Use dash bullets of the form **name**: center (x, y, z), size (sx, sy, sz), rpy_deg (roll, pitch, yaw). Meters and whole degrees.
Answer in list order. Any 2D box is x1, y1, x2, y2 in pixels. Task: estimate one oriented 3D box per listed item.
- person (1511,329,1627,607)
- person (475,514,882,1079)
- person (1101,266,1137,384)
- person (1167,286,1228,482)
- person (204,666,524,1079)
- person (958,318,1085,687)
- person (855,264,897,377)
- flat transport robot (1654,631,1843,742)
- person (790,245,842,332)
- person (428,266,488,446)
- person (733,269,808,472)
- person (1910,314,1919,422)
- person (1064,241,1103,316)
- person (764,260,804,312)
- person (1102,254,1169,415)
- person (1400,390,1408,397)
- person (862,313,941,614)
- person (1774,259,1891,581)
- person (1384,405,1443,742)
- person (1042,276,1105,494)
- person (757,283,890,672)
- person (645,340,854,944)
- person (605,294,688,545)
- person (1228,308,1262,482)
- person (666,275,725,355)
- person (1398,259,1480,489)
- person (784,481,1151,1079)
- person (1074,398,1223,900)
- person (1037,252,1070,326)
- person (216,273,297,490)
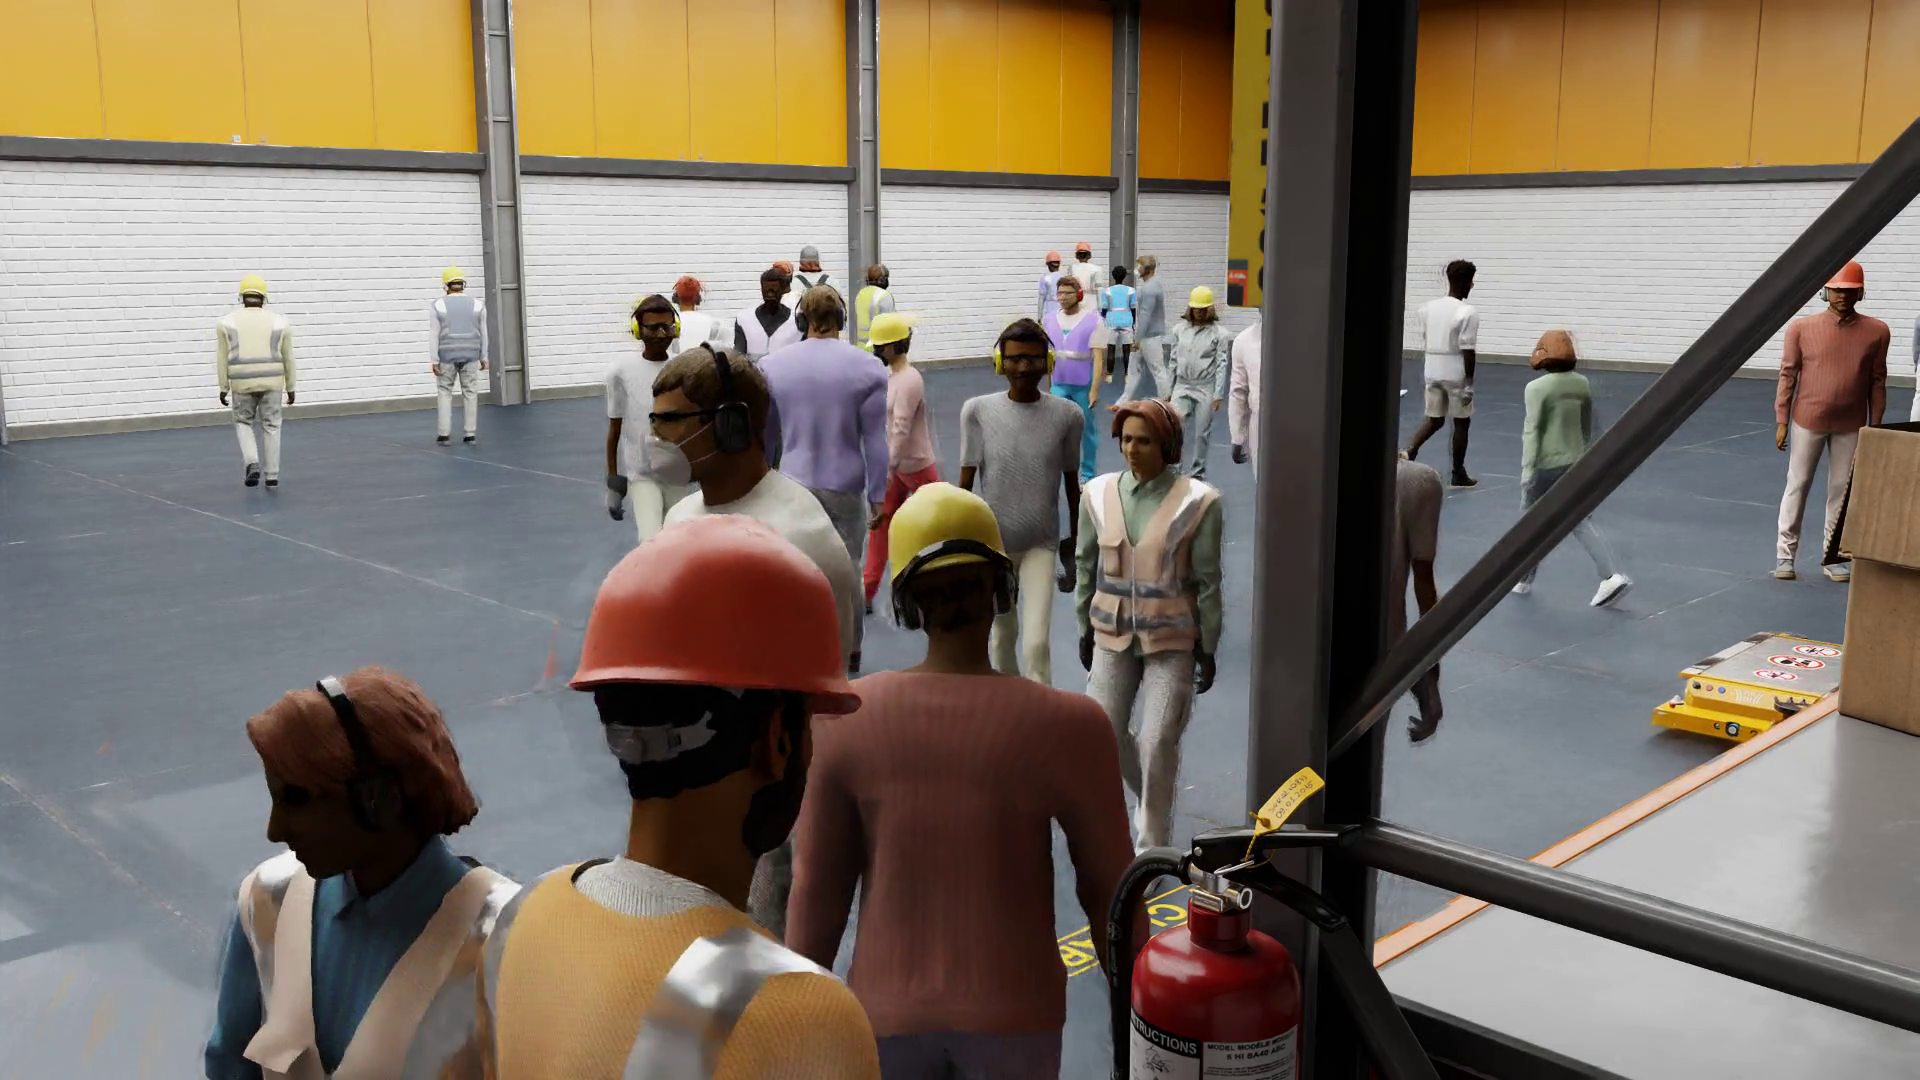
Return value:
- **person**: center (3.519, -0.422, 9.682), size (0.541, 1.590, 0.804), rpy_deg (-4, 11, -23)
- **person**: center (-0.299, 0.935, 1.489), size (0.937, 1.880, 0.646), rpy_deg (-7, 12, -33)
- **person**: center (2.287, -3.097, 23.974), size (0.535, 1.697, 0.318), rpy_deg (0, 10, -2)
- **person**: center (1.904, -1.189, 13.495), size (0.503, 1.708, 0.652), rpy_deg (4, 11, 21)
- **person**: center (-0.715, 0.961, 2.068), size (0.542, 1.616, 0.459), rpy_deg (5, 12, 25)
- **person**: center (0.233, 0.022, 6.672), size (0.518, 1.831, 0.959), rpy_deg (1, 10, 6)
- **person**: center (-0.920, -2.044, 17.872), size (0.508, 1.826, 0.643), rpy_deg (-7, 12, -32)
- **flat transport robot**: center (3.704, 0.652, 7.416), size (0.652, 0.197, 1.431), rpy_deg (10, 14, 43)
- **person**: center (-1.694, -2.365, 19.042), size (0.696, 2.000, 0.545), rpy_deg (-3, 11, -14)
- **person**: center (-5.100, -1.864, 16.915), size (0.610, 1.827, 0.426), rpy_deg (-6, 12, -29)
- **person**: center (-1.449, -1.120, 12.730), size (0.597, 1.869, 0.992), rpy_deg (1, 10, 7)
- **person**: center (9.863, -1.751, 16.803), size (0.285, 1.633, 0.498), rpy_deg (-5, 12, -26)
- **person**: center (1.927, -3.614, 25.877), size (0.604, 2.038, 0.391), rpy_deg (3, 11, 15)
- **person**: center (-1.736, -1.813, 16.464), size (0.574, 1.883, 0.356), rpy_deg (7, 12, 33)
- **person**: center (2.051, -2.338, 19.254), size (0.915, 1.904, 0.652), rpy_deg (1, 10, 6)
- **person**: center (5.262, -2.701, 21.296), size (0.967, 1.877, 0.608), rpy_deg (1, 10, 4)
- **person**: center (-0.256, -0.418, 9.342), size (0.947, 1.710, 0.536), rpy_deg (-3, 11, -18)
- **person**: center (5.365, -0.731, 10.255), size (0.621, 1.992, 0.397), rpy_deg (3, 11, 14)
- **person**: center (1.136, 0.356, 4.880), size (0.525, 1.808, 0.995), rpy_deg (1, 10, 6)
- **person**: center (0.879, -1.232, 13.504), size (0.589, 1.793, 0.965), rpy_deg (6, 12, 29)
- **person**: center (-0.661, -0.248, 7.868), size (0.653, 1.897, 0.924), rpy_deg (-1, 10, -4)
- **person**: center (-0.412, 0.562, 3.412), size (0.552, 1.943, 0.677), rpy_deg (-7, 13, -34)
- **person**: center (-1.459, -0.280, 8.206), size (0.521, 1.845, 0.476), rpy_deg (-6, 12, -31)
- **person**: center (1.958, -0.645, 10.086), size (0.692, 1.883, 0.419), rpy_deg (5, 12, 27)
- **person**: center (-2.018, -1.087, 12.636), size (0.573, 1.847, 0.983), rpy_deg (-5, 12, -26)
- **person**: center (4.035, -1.370, 13.882), size (0.731, 1.943, 0.625), rpy_deg (-7, 12, -32)
- **person**: center (0.023, 0.771, 2.780), size (0.616, 1.717, 0.687), rpy_deg (3, 11, 14)
- **person**: center (0.633, 0.333, 5.478), size (0.521, 1.625, 0.553), rpy_deg (6, 12, 28)
- **person**: center (1.453, -3.459, 25.464), size (0.561, 1.867, 1.033), rpy_deg (-4, 11, -21)
- **person**: center (-5.865, -1.311, 13.902), size (0.614, 1.814, 0.431), rpy_deg (-5, 11, -24)
